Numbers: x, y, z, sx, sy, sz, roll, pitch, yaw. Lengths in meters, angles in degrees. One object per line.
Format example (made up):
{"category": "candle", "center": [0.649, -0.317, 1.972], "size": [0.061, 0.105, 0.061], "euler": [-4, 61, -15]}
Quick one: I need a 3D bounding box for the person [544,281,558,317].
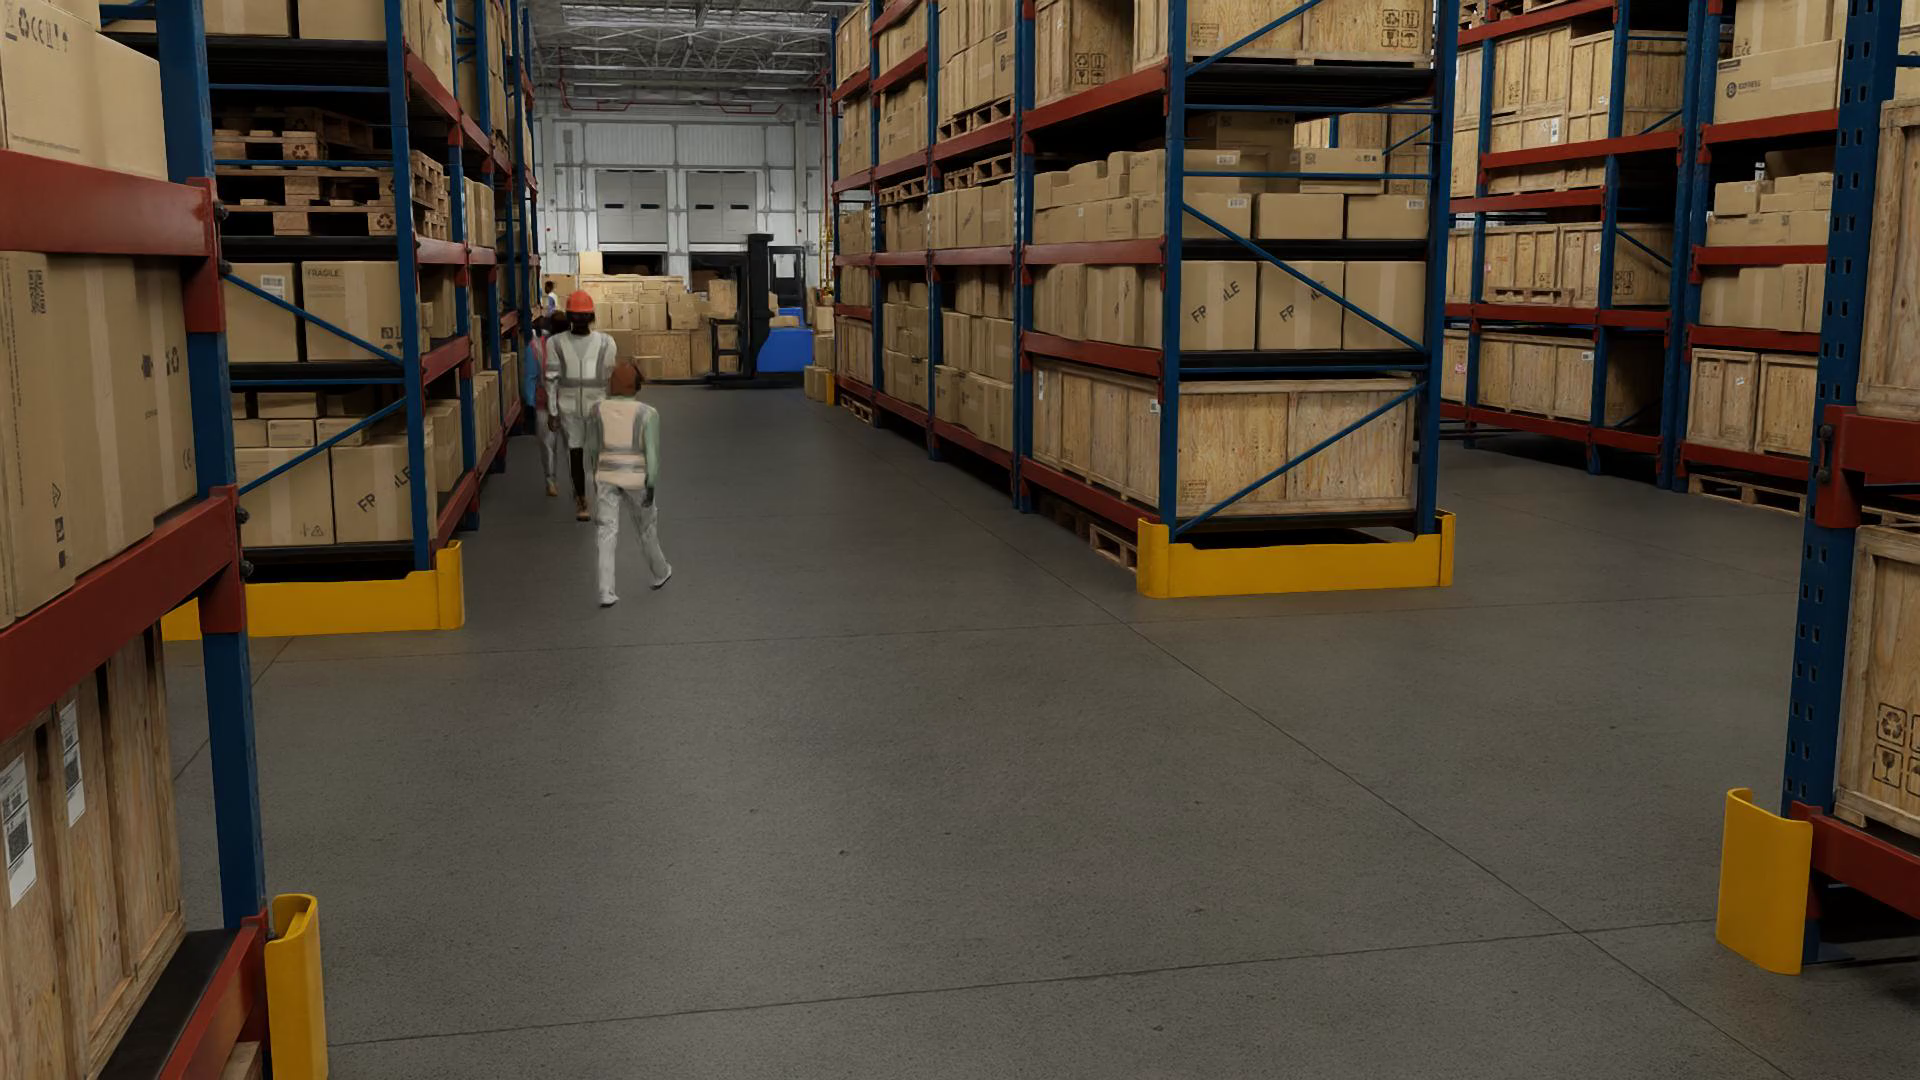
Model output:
{"category": "person", "center": [-10.207, -5.573, 41.826], "size": [0.852, 1.890, 0.603], "euler": [-2, 10, -13]}

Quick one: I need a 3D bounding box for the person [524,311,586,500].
{"category": "person", "center": [-3.825, -1.269, 15.866], "size": [0.638, 1.794, 0.957], "euler": [-3, 10, -18]}

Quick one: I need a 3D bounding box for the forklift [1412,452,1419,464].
{"category": "forklift", "center": [4.092, -2.260, 18.596], "size": [1.873, 2.768, 1.129], "euler": [-2, 9, -9]}

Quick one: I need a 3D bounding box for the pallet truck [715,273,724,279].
{"category": "pallet truck", "center": [-8.580, -8.986, 62.280], "size": [1.885, 1.965, 0.823], "euler": [1, 9, 5]}

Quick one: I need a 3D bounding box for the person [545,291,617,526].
{"category": "person", "center": [-3.235, -1.113, 14.254], "size": [0.609, 2.000, 1.017], "euler": [-2, 9, -10]}

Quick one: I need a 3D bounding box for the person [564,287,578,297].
{"category": "person", "center": [-13.453, -8.125, 57.491], "size": [0.829, 1.858, 0.578], "euler": [8, 13, 42]}

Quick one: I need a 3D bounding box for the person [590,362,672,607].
{"category": "person", "center": [-2.217, -0.385, 11.113], "size": [0.513, 1.583, 0.896], "euler": [1, 9, 9]}

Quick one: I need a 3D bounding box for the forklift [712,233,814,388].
{"category": "forklift", "center": [-3.683, -4.238, 30.657], "size": [1.873, 2.768, 1.129], "euler": [-2, 10, -12]}

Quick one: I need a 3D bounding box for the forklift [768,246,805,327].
{"category": "forklift", "center": [-4.953, -6.961, 47.256], "size": [1.129, 2.768, 1.873], "euler": [0, 9, 2]}
